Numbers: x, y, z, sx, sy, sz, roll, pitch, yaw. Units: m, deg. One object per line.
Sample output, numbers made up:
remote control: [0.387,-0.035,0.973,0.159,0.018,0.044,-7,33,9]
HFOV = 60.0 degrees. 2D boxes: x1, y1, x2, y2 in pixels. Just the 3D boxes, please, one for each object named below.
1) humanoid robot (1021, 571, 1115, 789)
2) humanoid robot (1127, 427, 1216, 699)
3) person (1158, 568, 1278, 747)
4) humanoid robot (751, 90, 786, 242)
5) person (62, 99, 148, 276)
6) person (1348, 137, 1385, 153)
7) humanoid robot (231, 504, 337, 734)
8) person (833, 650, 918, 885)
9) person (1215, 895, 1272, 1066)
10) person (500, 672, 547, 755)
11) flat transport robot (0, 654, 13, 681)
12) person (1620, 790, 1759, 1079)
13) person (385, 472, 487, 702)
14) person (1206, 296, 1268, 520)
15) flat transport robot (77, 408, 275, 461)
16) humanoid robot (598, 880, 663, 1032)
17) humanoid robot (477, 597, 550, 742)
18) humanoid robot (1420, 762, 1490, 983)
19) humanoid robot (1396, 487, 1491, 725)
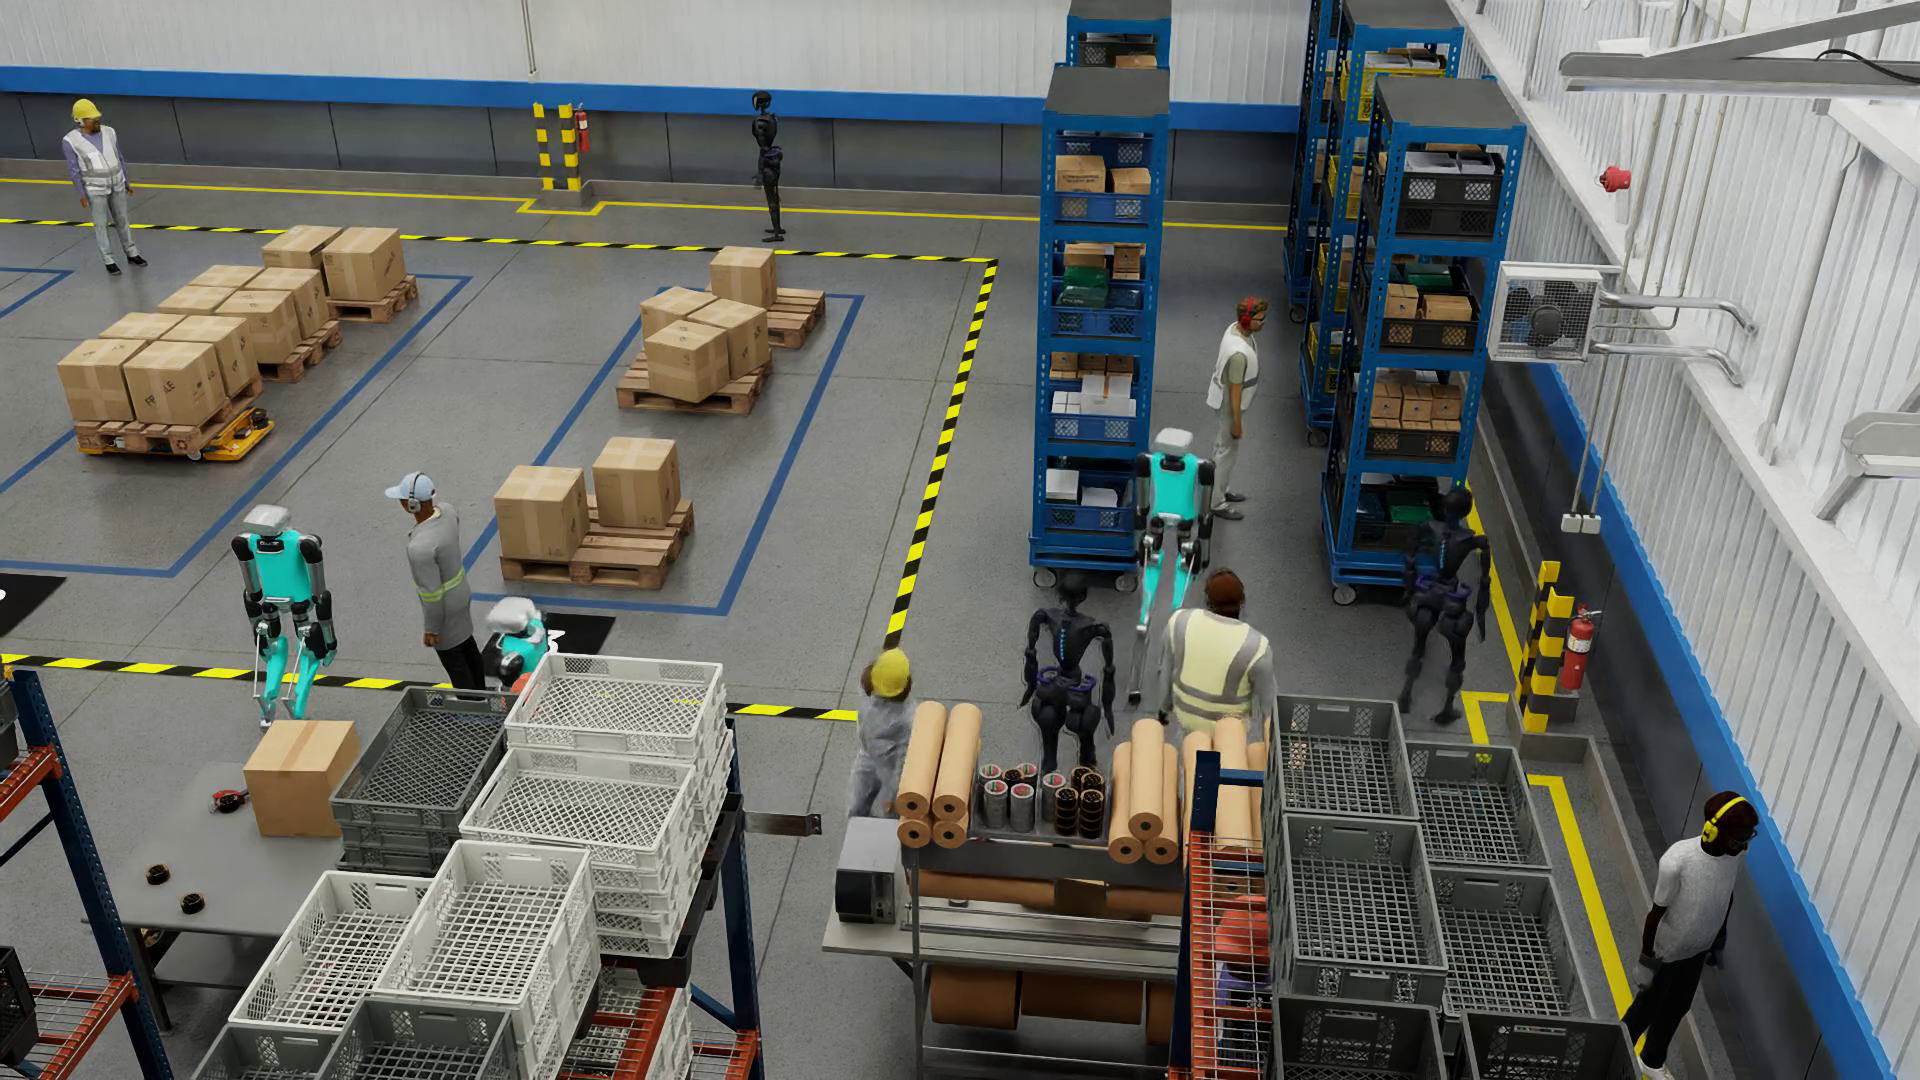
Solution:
humanoid robot: [0.606,0.946,9.709,0.602,1.644,0.745,14,33,22]
humanoid robot: [1.311,0.248,10.885,0.556,1.879,0.810,11,32,18]
person: [1.524,0.967,9.489,0.701,1.800,0.770,20,36,30]
humanoid robot: [-2.124,-4.127,18.348,0.315,1.657,0.599,2,30,4]
person: [-9.010,-3.721,17.509,0.404,1.831,0.599,19,35,29]
person: [4.339,-3.981,17.931,0.516,1.865,0.320,11,32,18]
humanoid robot: [-4.067,0.661,9.945,0.533,1.677,0.735,3,30,5]
person: [-0.428,1.251,9.102,0.557,1.686,0.591,26,39,37]
person: [1.137,2.285,6.985,0.366,2.045,0.613,-12,32,-20]
person: [-2.055,1.487,8.457,0.345,1.942,0.547,15,33,24]
flat transport robot: [-7.142,0.969,11.010,1.431,0.231,0.659,3,30,6]
person: [3.387,1.926,7.791,0.512,1.858,0.333,-12,32,-19]
person: [-3.259,0.401,10.410,0.397,1.852,0.589,1,30,2]
person: [2.110,-1.034,12.899,0.398,1.832,0.564,5,31,8]
flat transport robot: [-6.728,-0.944,14.268,1.431,0.197,0.652,3,30,6]
humanoid robot: [-1.688,1.724,8.345,0.608,1.637,0.623,0,30,-1]
humanoid robot: [-2.579,1.139,9.378,0.707,1.912,0.564,5,31,8]
humanoid robot: [2.543,1.715,8.383,0.615,1.617,0.761,5,31,8]
humanoid robot: [3.062,0.411,10.579,0.599,1.646,0.380,20,36,31]
